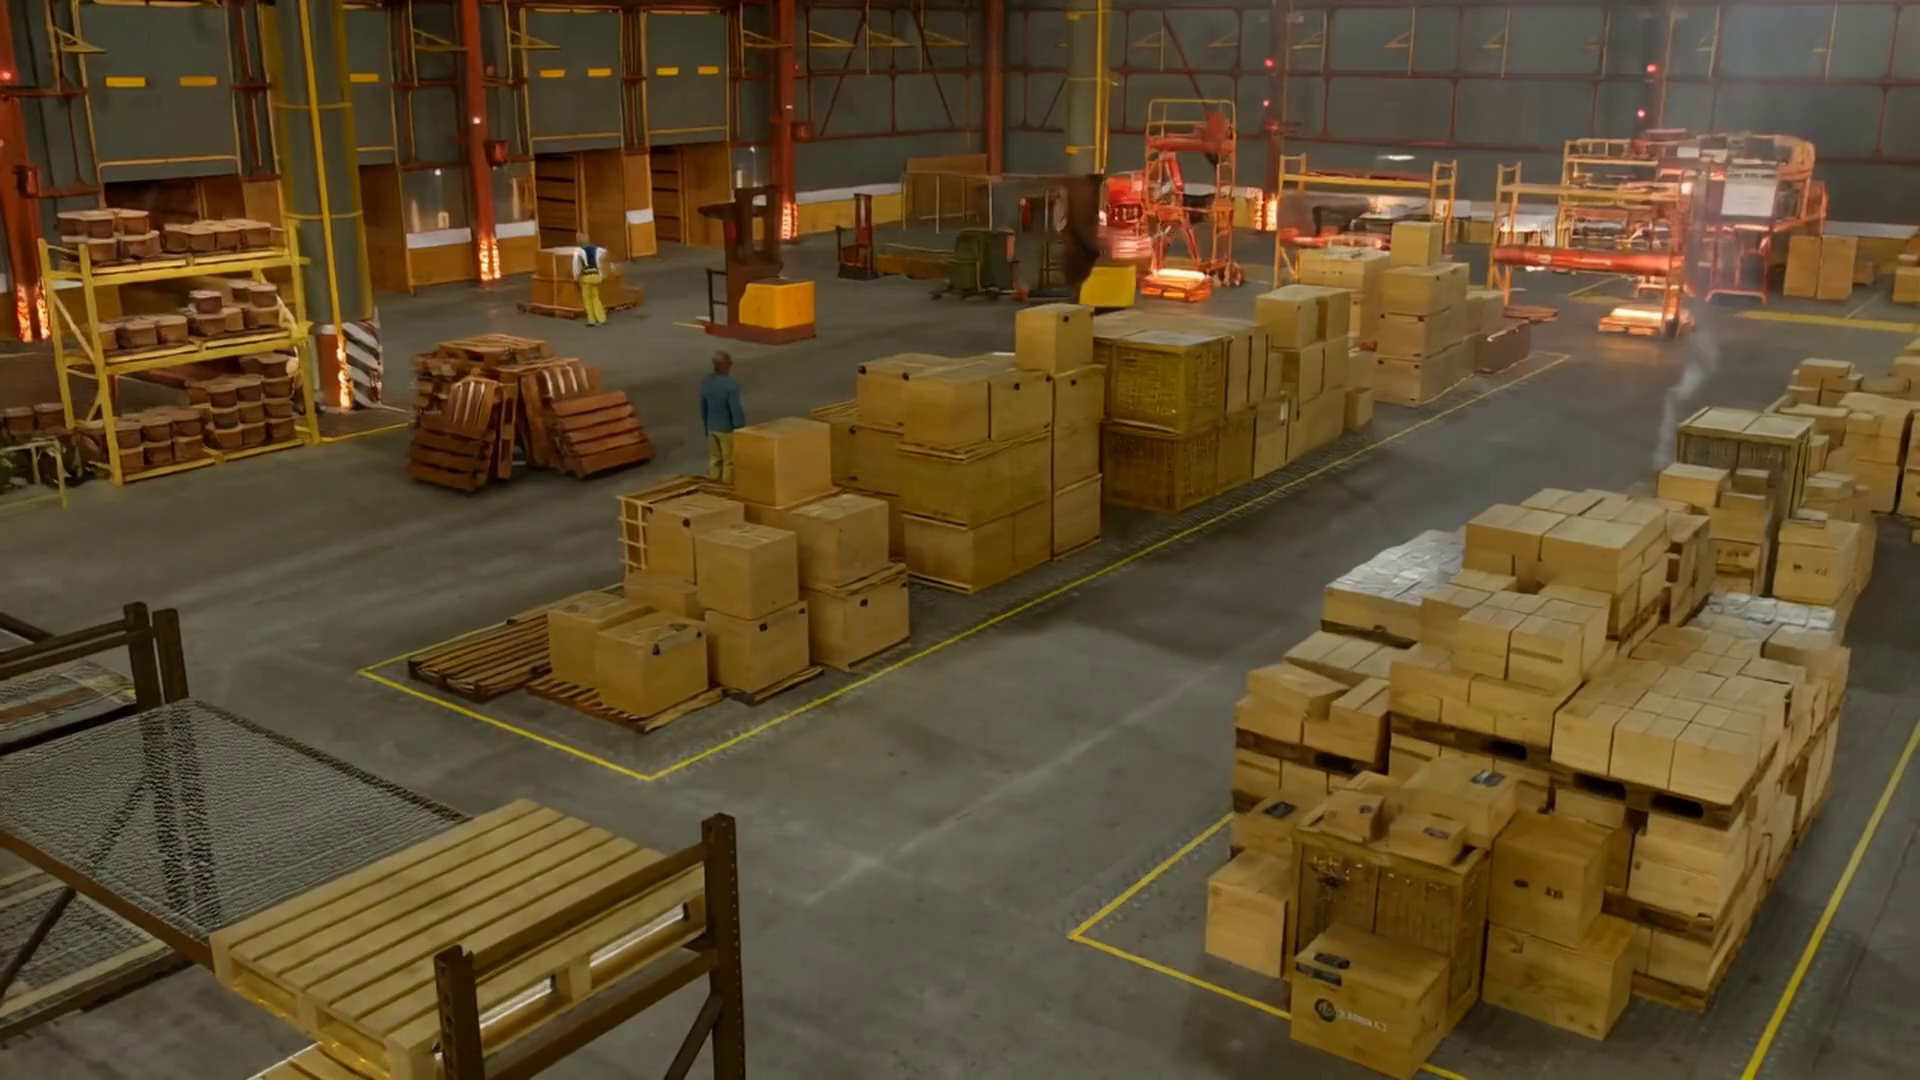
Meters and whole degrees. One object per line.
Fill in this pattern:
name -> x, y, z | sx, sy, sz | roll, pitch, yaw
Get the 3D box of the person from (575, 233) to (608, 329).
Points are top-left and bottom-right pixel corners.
person -> -7.128, -5.006, 32.104 | 0.388, 1.854, 0.784 | 11, 20, 32

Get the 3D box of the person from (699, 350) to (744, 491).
person -> -2.774, -1.271, 19.587 | 0.631, 1.939, 0.370 | 12, 21, 35

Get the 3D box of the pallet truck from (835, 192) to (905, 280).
pallet truck -> -1.936, -7.159, 38.982 | 1.885, 1.965, 0.823 | -12, 21, -34

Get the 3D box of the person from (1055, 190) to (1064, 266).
person -> 2.612, -7.678, 40.802 | 0.631, 1.939, 0.370 | 12, 21, 35

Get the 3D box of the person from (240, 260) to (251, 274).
person -> -13.330, -4.635, 31.265 | 0.527, 1.620, 0.605 | 9, 19, 29

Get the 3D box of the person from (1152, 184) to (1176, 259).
person -> 5.161, -8.064, 42.162 | 0.570, 1.889, 0.554 | -1, 17, -5

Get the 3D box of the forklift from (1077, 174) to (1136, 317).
forklift -> 2.562, -5.816, 33.034 | 1.873, 2.768, 1.129 | 3, 17, 9

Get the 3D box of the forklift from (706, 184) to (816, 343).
forklift -> -3.717, -5.181, 30.929 | 1.873, 2.768, 1.129 | 12, 21, 35
